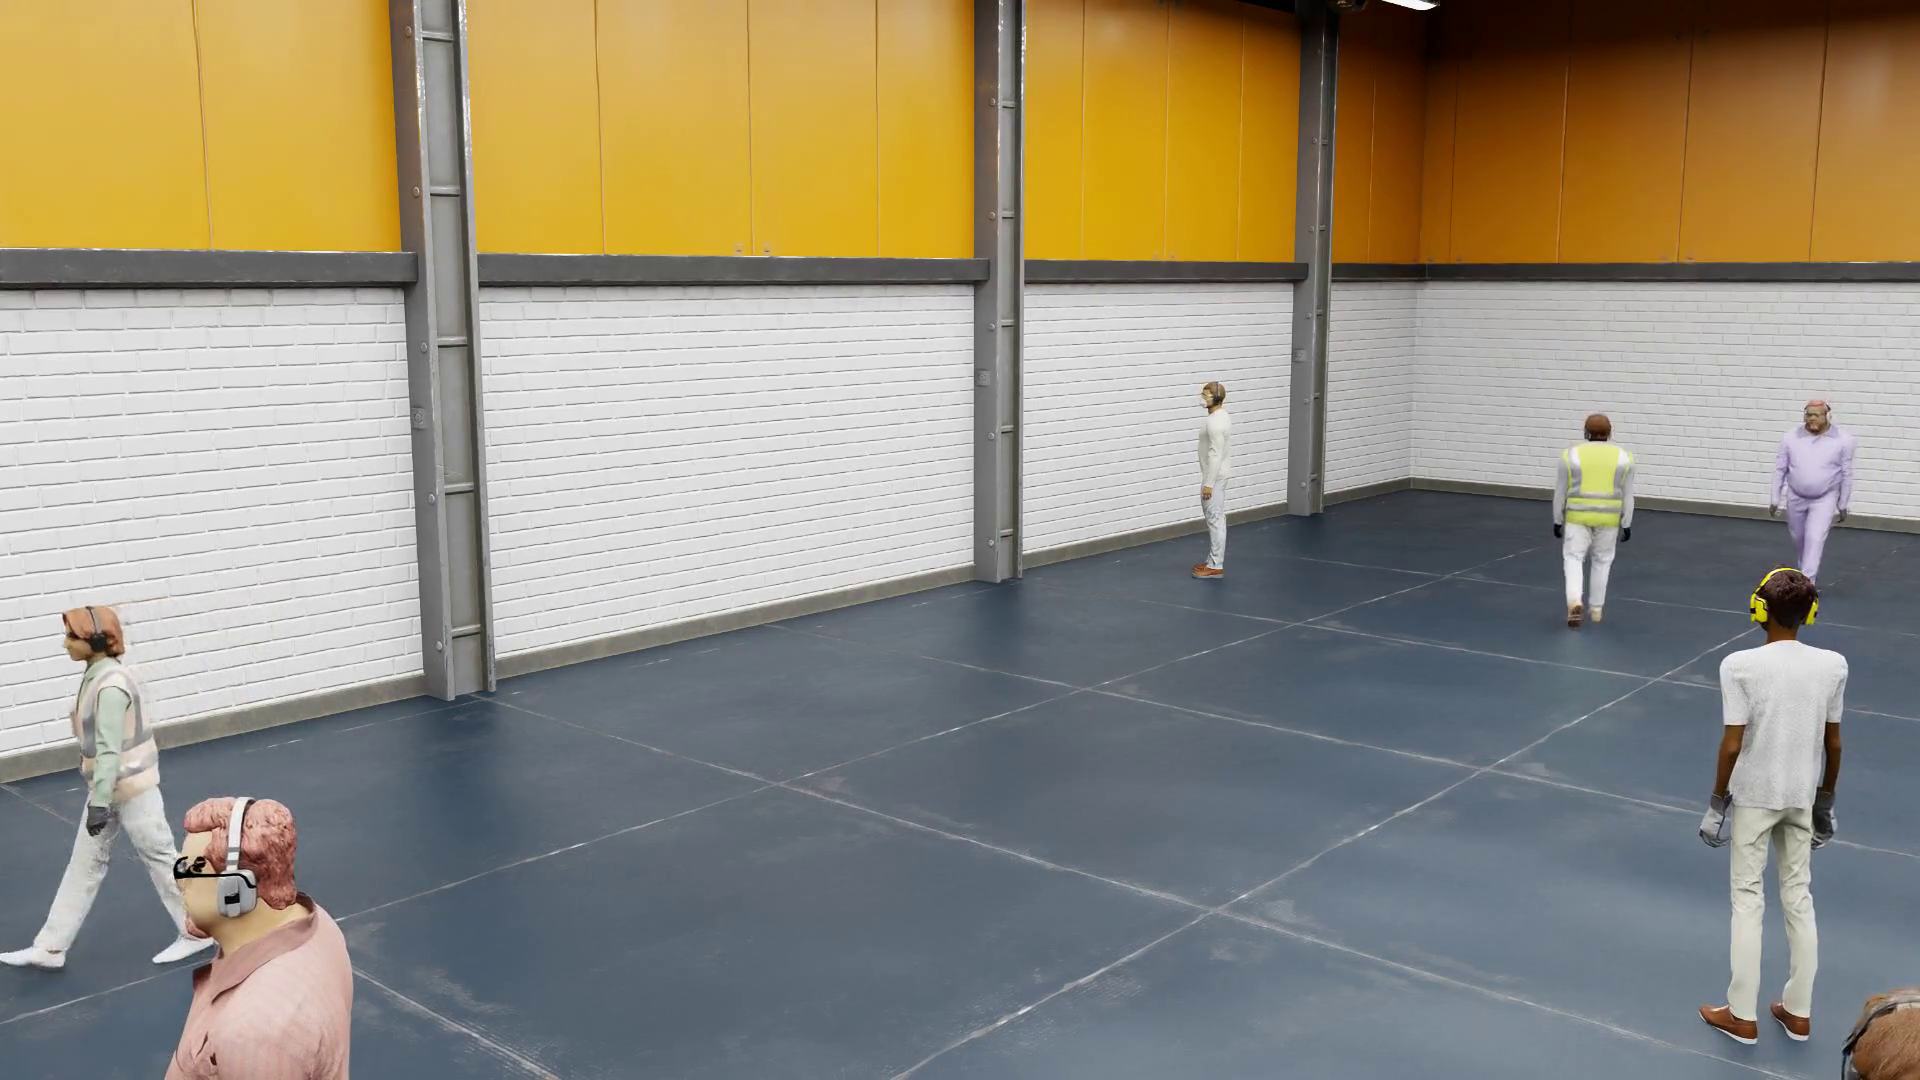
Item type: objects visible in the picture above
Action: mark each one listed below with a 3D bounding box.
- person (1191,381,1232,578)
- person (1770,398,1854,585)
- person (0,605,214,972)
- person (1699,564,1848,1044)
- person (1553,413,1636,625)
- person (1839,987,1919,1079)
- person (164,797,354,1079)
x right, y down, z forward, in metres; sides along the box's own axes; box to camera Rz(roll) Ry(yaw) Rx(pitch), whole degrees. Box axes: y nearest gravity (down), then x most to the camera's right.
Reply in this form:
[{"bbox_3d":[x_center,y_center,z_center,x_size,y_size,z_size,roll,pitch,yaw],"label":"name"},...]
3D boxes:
[{"bbox_3d":[2.488,-0.593,16.402,0.372,1.940,0.630,2,9,12],"label":"person"},{"bbox_3d":[7.877,-0.391,15.397,0.646,1.862,0.994,7,12,39],"label":"person"},{"bbox_3d":[-3.636,1.068,7.036,0.848,1.591,0.537,-7,11,-36],"label":"person"},{"bbox_3d":[3.147,1.025,6.460,0.526,1.869,0.315,-1,9,-4],"label":"person"},{"bbox_3d":[5.380,-0.173,14.138,0.645,1.823,0.762,3,9,16],"label":"person"},{"bbox_3d":[1.523,1.626,2.781,0.633,1.839,0.429,3,10,19],"label":"person"},{"bbox_3d":[-1.488,1.470,3.546,0.410,1.909,0.643,-3,9,-17],"label":"person"}]
